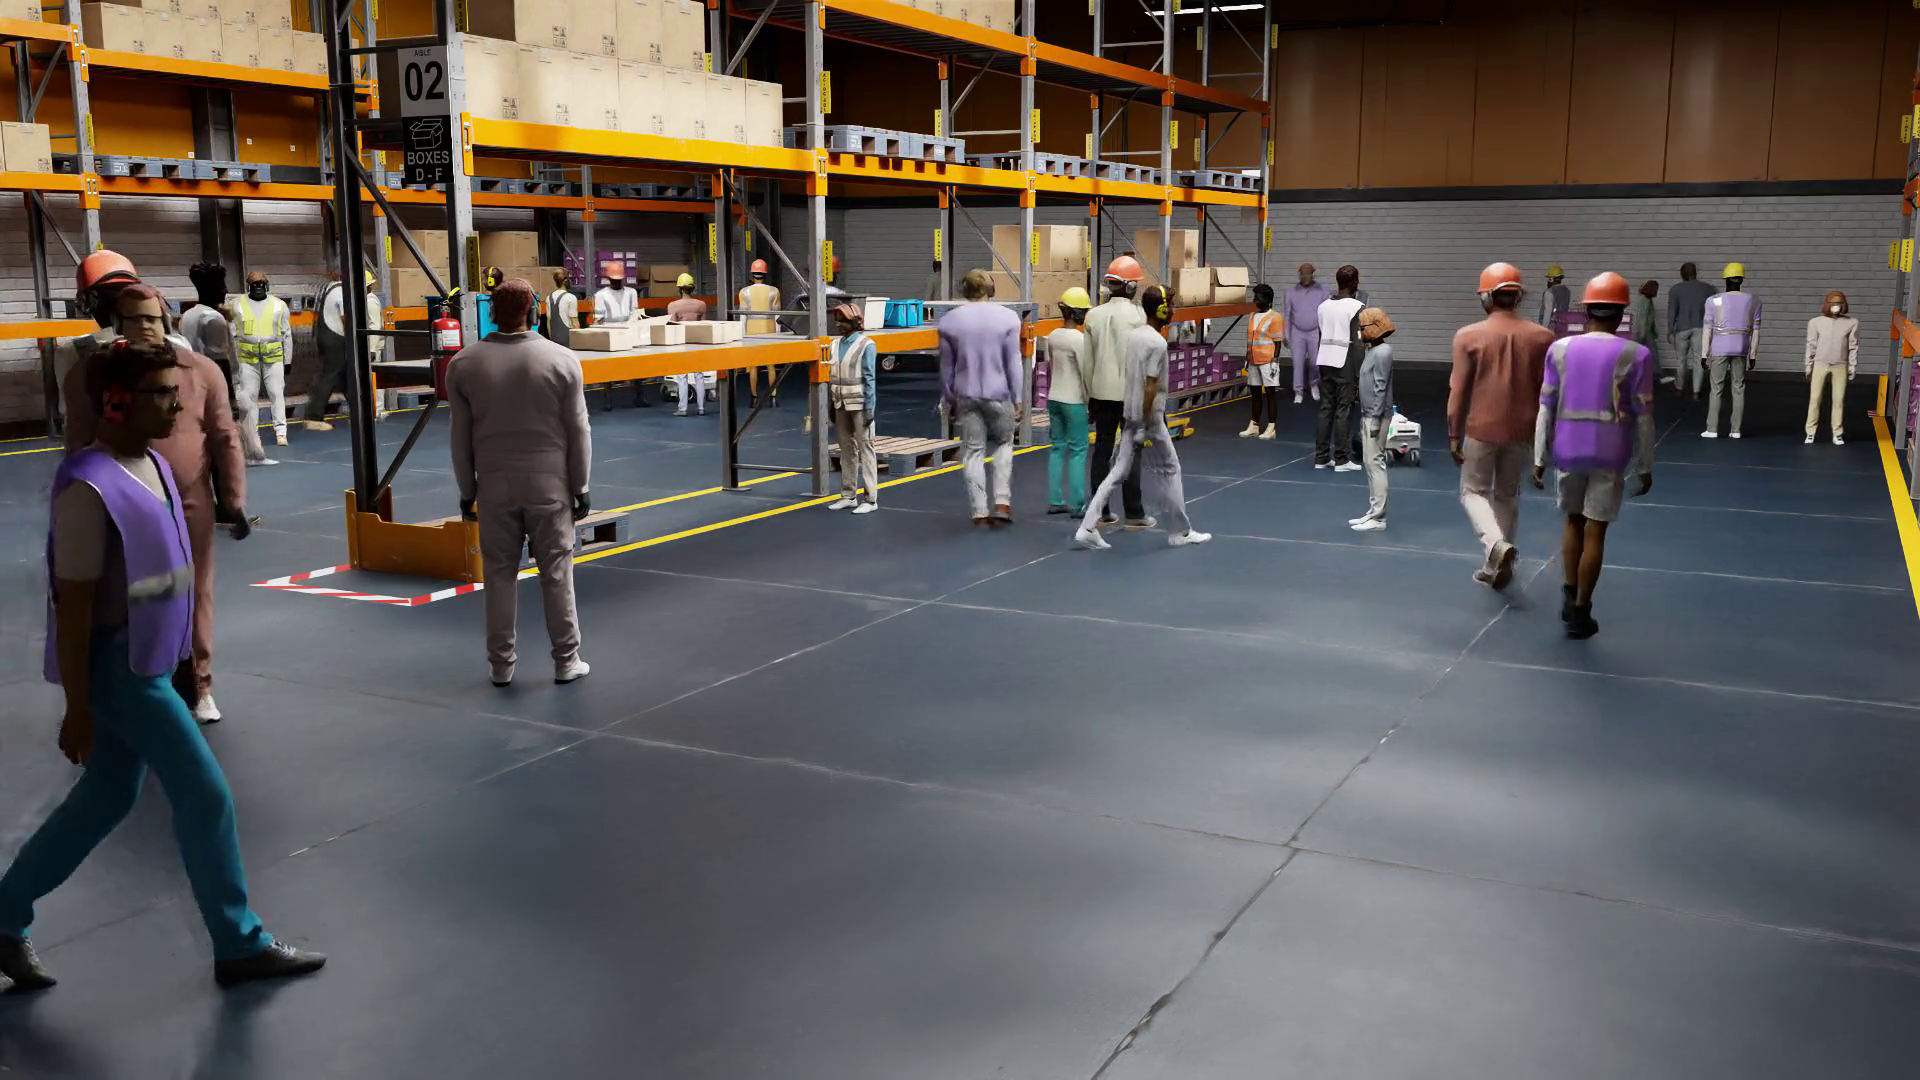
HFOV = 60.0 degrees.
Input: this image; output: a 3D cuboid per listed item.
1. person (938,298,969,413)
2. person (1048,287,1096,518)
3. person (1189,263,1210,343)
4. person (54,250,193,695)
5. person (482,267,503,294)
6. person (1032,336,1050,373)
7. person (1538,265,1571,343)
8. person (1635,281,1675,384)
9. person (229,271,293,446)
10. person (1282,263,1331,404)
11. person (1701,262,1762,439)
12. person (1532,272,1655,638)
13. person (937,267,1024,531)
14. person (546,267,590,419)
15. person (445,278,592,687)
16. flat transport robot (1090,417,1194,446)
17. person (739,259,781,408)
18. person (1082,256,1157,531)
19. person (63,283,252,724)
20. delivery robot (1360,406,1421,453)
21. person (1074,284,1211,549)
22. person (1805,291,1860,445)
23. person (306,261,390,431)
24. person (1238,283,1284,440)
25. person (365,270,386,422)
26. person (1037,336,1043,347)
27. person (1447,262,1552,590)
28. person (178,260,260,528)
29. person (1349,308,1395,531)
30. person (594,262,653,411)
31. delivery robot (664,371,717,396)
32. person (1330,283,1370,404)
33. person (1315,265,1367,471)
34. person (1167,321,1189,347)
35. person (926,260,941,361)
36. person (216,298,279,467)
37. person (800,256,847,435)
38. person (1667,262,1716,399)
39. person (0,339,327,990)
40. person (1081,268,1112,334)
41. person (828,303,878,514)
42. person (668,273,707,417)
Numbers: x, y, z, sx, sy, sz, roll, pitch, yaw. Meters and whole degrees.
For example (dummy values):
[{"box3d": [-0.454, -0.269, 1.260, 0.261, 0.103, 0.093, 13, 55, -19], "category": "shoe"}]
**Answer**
[{"box3d": [0.129, -2.278, 20.059, 0.520, 1.702, 0.813, 9, 13, 43], "category": "person"}, {"box3d": [0.862, -1.045, 12.733, 0.330, 1.767, 0.524, -6, 11, -31], "category": "person"}, {"box3d": [3.801, -3.464, 26.420, 0.348, 1.879, 0.591, 7, 12, 36], "category": "person"}, {"box3d": [-3.657, -0.248, 7.333, 0.392, 2.034, 0.605, 7, 12, 36], "category": "person"}, {"box3d": [-5.355, -2.231, 19.320, 0.318, 1.862, 0.514, 3, 10, 16], "category": "person"}, {"box3d": [1.317, -3.819, 28.112, 0.613, 1.995, 0.391, -1, 10, -4], "category": "person"}, {"box3d": [8.988, -3.239, 25.226, 0.600, 1.830, 0.404, -8, 13, -39], "category": "person"}, {"box3d": [10.654, -3.202, 25.706, 0.852, 1.584, 0.517, 4, 10, 21], "category": "person"}, {"box3d": [-7.322, -1.890, 17.431, 0.624, 1.837, 0.429, -4, 10, -21], "category": "person"}, {"box3d": [4.663, -2.779, 22.404, 0.658, 1.892, 0.426, 2, 10, 13], "category": "person"}, {"box3d": [8.395, -2.059, 18.161, 0.588, 1.919, 0.401, 1, 10, 8], "category": "person"}, {"box3d": [3.376, -0.448, 8.811, 0.580, 1.916, 0.568, 8, 13, 38], "category": "person"}, {"box3d": [0.161, -1.032, 12.212, 0.649, 1.911, 0.569, 2, 10, 12], "category": "person"}, {"box3d": [-4.769, -2.364, 20.127, 0.511, 1.845, 0.341, 6, 12, 32], "category": "person"}, {"box3d": [-2.036, -0.260, 7.774, 0.639, 1.908, 0.409, -1, 10, -6], "category": "person"}, {"box3d": [1.966, -1.183, 17.844, 0.652, 0.197, 1.431, 5, 11, 27], "category": "flat transport robot"}, {"box3d": [-2.599, -2.683, 21.701, 0.542, 1.939, 0.364, -1, 10, -6], "category": "person"}, {"box3d": [1.182, -1.069, 12.192, 0.609, 1.996, 0.383, 8, 13, 40], "category": "person"}, {"box3d": [-3.433, -0.145, 7.145, 0.682, 1.897, 0.434, -6, 12, -32], "category": "person"}, {"box3d": [4.134, -1.051, 15.986, 0.477, 0.478, 0.707, -2, 10, -11], "category": "delivery robot"}, {"box3d": [1.239, -0.828, 11.334, 0.992, 1.823, 0.502, -5, 11, -26], "category": "person"}, {"box3d": [9.202, -1.813, 17.583, 0.502, 1.626, 0.283, 3, 10, 19], "category": "person"}, {"box3d": [-7.071, -2.275, 19.043, 1.030, 2.000, 0.714, -6, 12, -32], "category": "person"}, {"box3d": [3.290, -1.938, 18.097, 0.319, 1.695, 0.534, -6, 11, -31], "category": "person"}, {"box3d": [-7.100, -2.322, 19.913, 0.404, 1.835, 0.588, -5, 11, -29], "category": "person"}, {"box3d": [1.257, -3.980, 29.453, 1.051, 1.863, 0.613, -1, 10, -6], "category": "person"}, {"box3d": [3.196, -0.640, 9.794, 0.625, 1.972, 0.713, -1, 10, -3], "category": "person"}, {"box3d": [-5.513, -1.073, 12.301, 0.602, 1.967, 0.367, 9, 13, 42], "category": "person"}, {"box3d": [3.025, -0.884, 12.202, 0.295, 1.622, 0.510, 1, 10, 3], "category": "person"}, {"box3d": [-4.353, -2.623, 21.477, 0.790, 1.904, 0.585, -4, 11, -24], "category": "person"}, {"box3d": [-3.649, -2.184, 22.542, 0.477, 0.478, 0.707, 9, 13, 43], "category": "delivery robot"}, {"box3d": [5.203, -2.738, 22.330, 0.601, 1.830, 0.403, 1, 10, 6], "category": "person"}, {"box3d": [3.531, -1.591, 15.482, 0.392, 1.911, 0.581, -5, 11, -27], "category": "person"}, {"box3d": [3.158, -3.282, 25.354, 0.984, 1.864, 0.648, -9, 13, -42], "category": "person"}, {"box3d": [-0.393, -4.315, 31.152, 0.634, 1.939, 0.365, -9, 13, -43], "category": "person"}, {"box3d": [-6.923, -1.462, 15.587, 0.830, 1.604, 0.510, -8, 13, -40], "category": "person"}, {"box3d": [-1.459, -2.189, 18.714, 0.632, 1.980, 1.062, 7, 12, 35], "category": "person"}, {"box3d": [10.207, -2.922, 23.255, 0.670, 1.879, 1.003, 3, 10, 15], "category": "person"}, {"box3d": [-2.307, 0.357, 4.511, 0.929, 1.808, 0.572, -2, 10, -13], "category": "person"}, {"box3d": [1.807, -2.842, 22.949, 0.623, 1.835, 0.430, -1, 10, -3], "category": "person"}, {"box3d": [-0.835, -1.021, 12.970, 0.519, 1.634, 0.311, 10, 14, 44], "category": "person"}, {"box3d": [-3.374, -2.408, 20.602, 0.525, 1.772, 0.309, -7, 12, -34], "category": "person"}]
